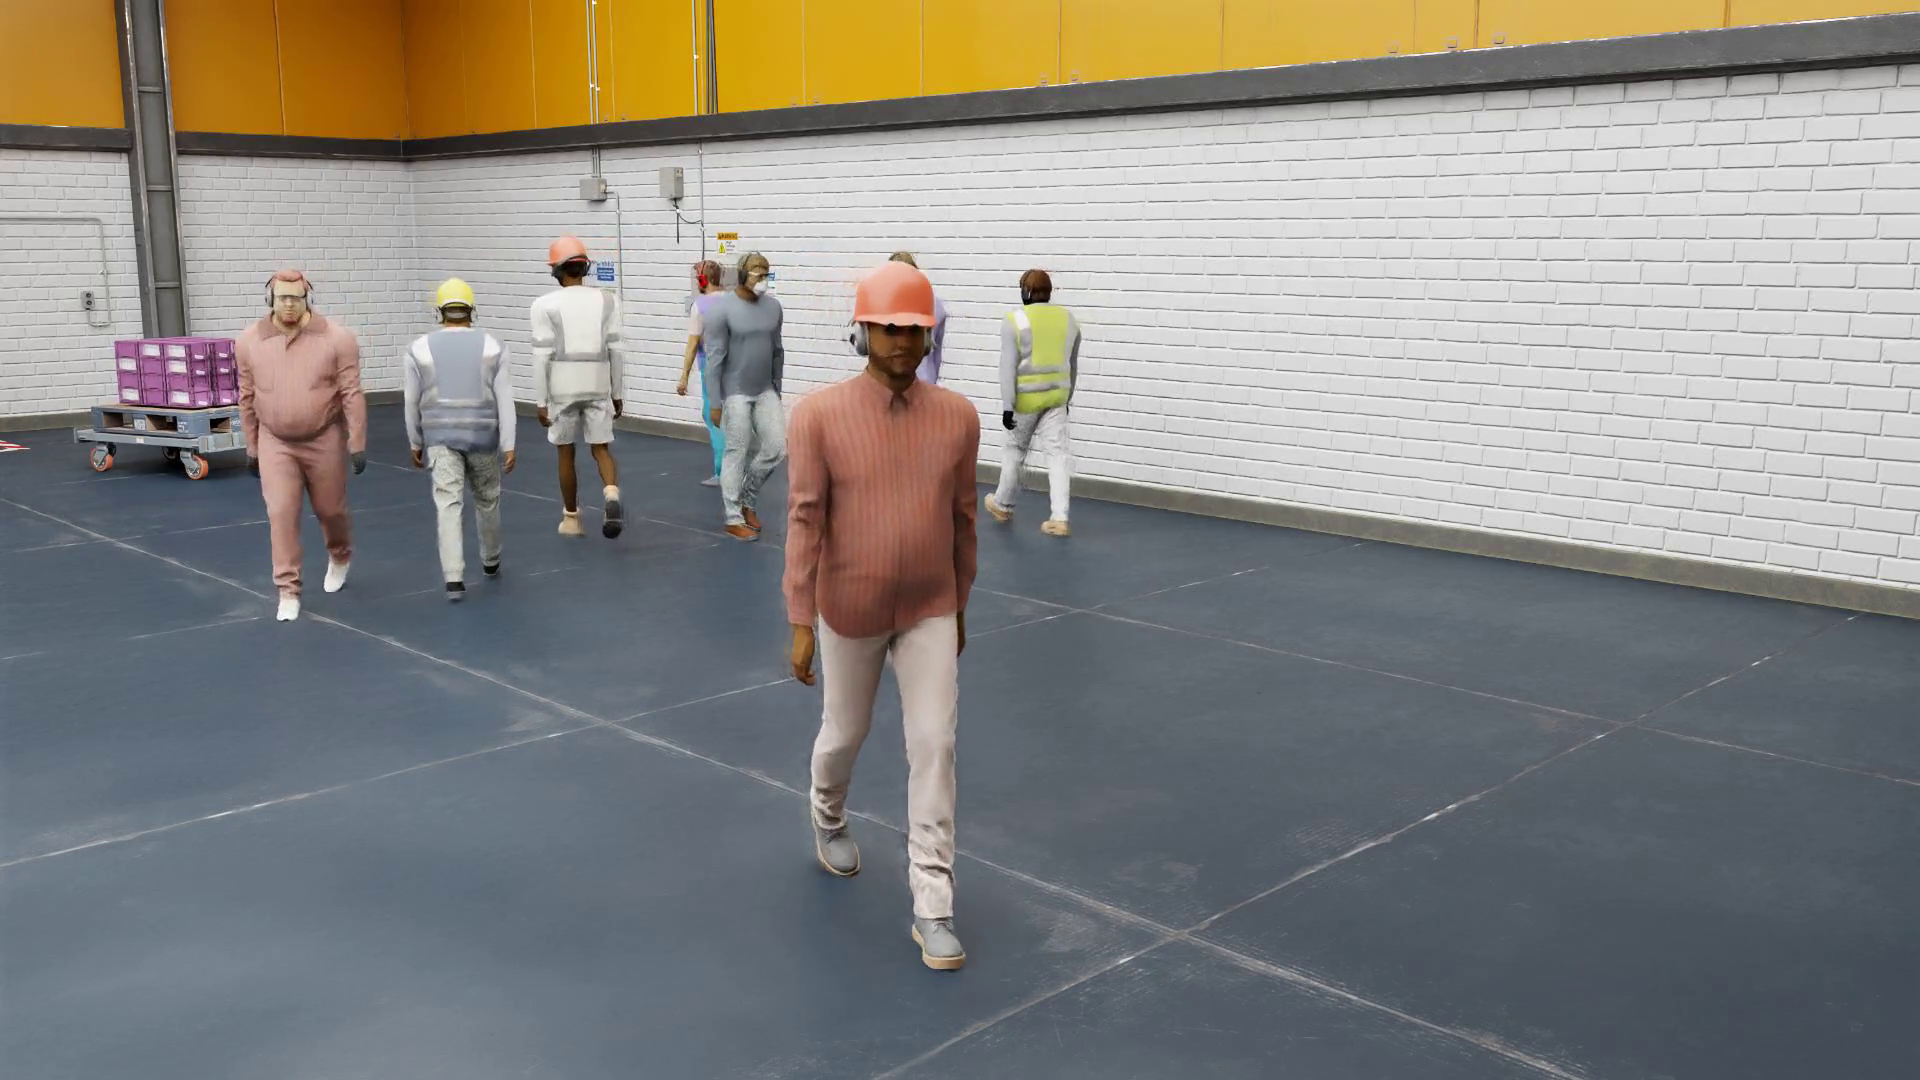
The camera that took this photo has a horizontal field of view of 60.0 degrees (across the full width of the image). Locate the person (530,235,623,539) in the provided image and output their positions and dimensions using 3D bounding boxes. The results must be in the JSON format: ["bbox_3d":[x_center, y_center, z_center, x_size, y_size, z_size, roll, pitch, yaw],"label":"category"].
[{"bbox_3d":[-2.485,-0.978,10.910,0.626,2.025,0.776,-6,12,-29],"label":"person"}]

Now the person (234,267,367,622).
[{"bbox_3d":[-3.563,-0.553,9.061,0.659,1.869,0.875,-2,11,-13],"label":"person"}]

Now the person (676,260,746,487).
[{"bbox_3d":[-1.963,-1.329,13.376,0.472,1.824,0.583,4,11,22],"label":"person"}]

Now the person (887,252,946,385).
[{"bbox_3d":[-0.423,-1.023,11.489,0.629,1.897,0.935,-6,12,-28],"label":"person"}]

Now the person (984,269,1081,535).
[{"bbox_3d":[0.507,-0.956,11.443,0.655,1.786,0.966,-5,12,-25],"label":"person"}]

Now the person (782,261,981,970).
[{"bbox_3d":[-0.239,0.166,4.887,0.620,1.964,0.975,-4,11,-20],"label":"person"}]

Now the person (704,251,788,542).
[{"bbox_3d":[-1.395,-0.939,10.997,0.444,1.916,0.672,10,14,43],"label":"person"}]

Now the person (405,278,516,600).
[{"bbox_3d":[-2.834,-0.585,9.464,0.598,1.786,0.911,-3,11,-15],"label":"person"}]
